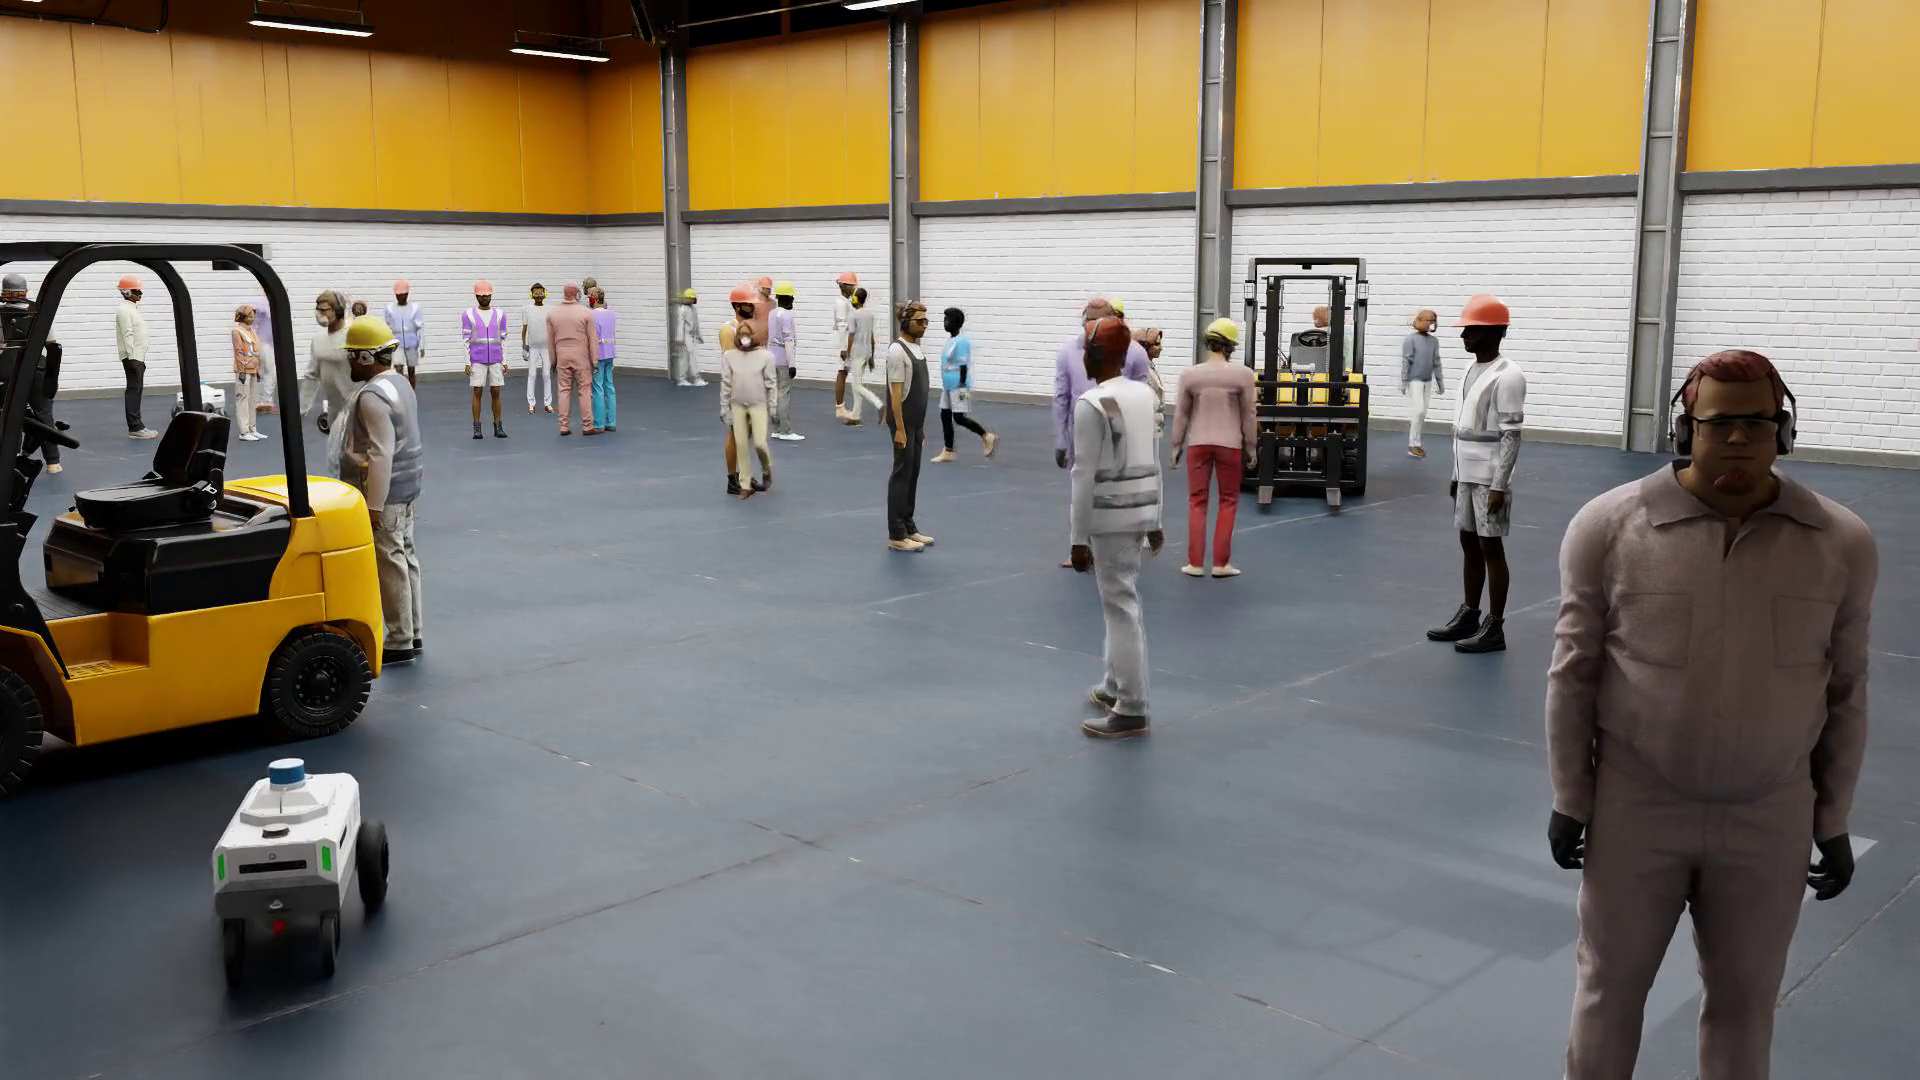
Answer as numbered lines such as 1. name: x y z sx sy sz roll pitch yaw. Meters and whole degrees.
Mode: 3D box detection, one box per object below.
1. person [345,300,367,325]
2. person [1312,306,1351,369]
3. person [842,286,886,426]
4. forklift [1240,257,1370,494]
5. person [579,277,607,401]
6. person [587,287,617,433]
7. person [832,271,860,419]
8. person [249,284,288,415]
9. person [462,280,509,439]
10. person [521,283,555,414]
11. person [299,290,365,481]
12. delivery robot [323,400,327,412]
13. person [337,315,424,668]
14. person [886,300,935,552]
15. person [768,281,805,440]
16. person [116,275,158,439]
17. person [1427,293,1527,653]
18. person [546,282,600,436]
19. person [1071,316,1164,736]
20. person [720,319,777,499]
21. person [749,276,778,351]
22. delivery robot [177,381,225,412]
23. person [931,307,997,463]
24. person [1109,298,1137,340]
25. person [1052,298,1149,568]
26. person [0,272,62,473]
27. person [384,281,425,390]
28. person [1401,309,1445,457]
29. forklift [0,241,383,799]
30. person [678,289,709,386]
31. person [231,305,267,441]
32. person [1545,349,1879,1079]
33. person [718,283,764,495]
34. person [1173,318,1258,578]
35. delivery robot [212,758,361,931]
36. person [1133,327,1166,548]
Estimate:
1. person: -8.347 -2.518 23.184 0.518 1.636 0.312 -8 12 -41
2. person: 4.578 -2.071 20.520 0.610 1.612 0.293 0 9 -1
3. person: -1.252 -2.395 21.775 0.749 1.852 0.519 5 11 30
4. forklift: 3.309 -1.629 16.029 1.214 2.155 2.313 2 9 11
5. person: -5.785 -3.151 26.148 0.372 1.940 0.632 4 10 21
6. person: -4.546 -2.267 21.008 0.389 1.846 0.566 5 10 26
7. person: -1.573 -2.696 23.042 0.395 2.040 0.609 0 9 0
8. person: -9.828 -2.717 23.670 0.702 1.878 0.656 2 9 13
9. person: -5.791 -2.204 20.343 0.545 1.938 0.361 -5 10 -28
10. person: -6.035 -2.744 23.891 0.519 1.862 0.327 -4 10 -23
11. person: -4.836 -0.962 12.832 0.656 1.904 0.854 8 12 40
12. delivery robot: -7.642 -1.654 20.910 0.707 0.478 0.477 4 10 23
13. person: -3.016 -0.249 8.677 0.403 1.830 0.600 -1 9 -5
14. person: -0.373 -0.840 12.263 0.330 1.842 0.520 3 10 15
15. person: -2.129 -2.169 20.155 0.363 1.928 0.587 -5 10 -27
16. person: -10.099 -2.235 20.353 0.376 1.995 0.612 -3 10 -19
17. person: 2.811 -0.357 9.013 0.362 1.939 0.542 -2 9 -11
18. person: -4.794 -2.249 20.711 0.652 1.906 0.403 1 9 9
19. person: 0.692 -0.065 7.503 0.534 1.866 0.631 7 12 37
20. person: -1.902 -1.175 15.010 0.512 1.626 0.388 1 9 9
21. person: -3.269 -3.350 27.325 0.973 1.958 0.632 9 13 44
22. delivery robot: -10.279 -1.917 22.525 0.477 0.478 0.707 1 9 4
23. person: 0.036 -1.639 17.695 0.621 1.680 0.537 -4 10 -21
24. person: 1.614 -1.647 17.453 0.527 1.768 0.314 0 9 0
25. person: 0.961 -0.698 11.351 0.673 1.872 0.624 3 10 15
26. person: -9.470 -1.676 16.789 0.679 2.000 0.537 -5 11 -28
27. person: -8.229 -2.884 24.662 0.569 1.882 0.976 -2 10 -15
28. person: 5.125 -1.715 18.270 0.533 1.618 0.461 -6 11 -33
29. forklift: -3.706 -0.171 7.093 1.214 2.155 2.313 9 13 43
30. person: -4.680 -3.561 29.353 0.768 1.716 0.491 3 10 15
31. person: -8.624 -2.019 20.122 0.309 1.640 0.511 0 9 -3
32. person: 1.567 0.556 3.512 0.641 1.909 0.409 2 9 11
33. person: -1.985 -1.388 15.339 0.358 1.938 0.542 3 10 20
34. person: 1.722 -0.618 11.205 0.559 1.746 0.381 4 10 24
35. delivery robot: -2.059 0.919 5.121 0.477 0.478 0.707 -2 10 -14
36. person: 1.381 -0.765 12.428 0.306 1.640 0.522 2 10 13
